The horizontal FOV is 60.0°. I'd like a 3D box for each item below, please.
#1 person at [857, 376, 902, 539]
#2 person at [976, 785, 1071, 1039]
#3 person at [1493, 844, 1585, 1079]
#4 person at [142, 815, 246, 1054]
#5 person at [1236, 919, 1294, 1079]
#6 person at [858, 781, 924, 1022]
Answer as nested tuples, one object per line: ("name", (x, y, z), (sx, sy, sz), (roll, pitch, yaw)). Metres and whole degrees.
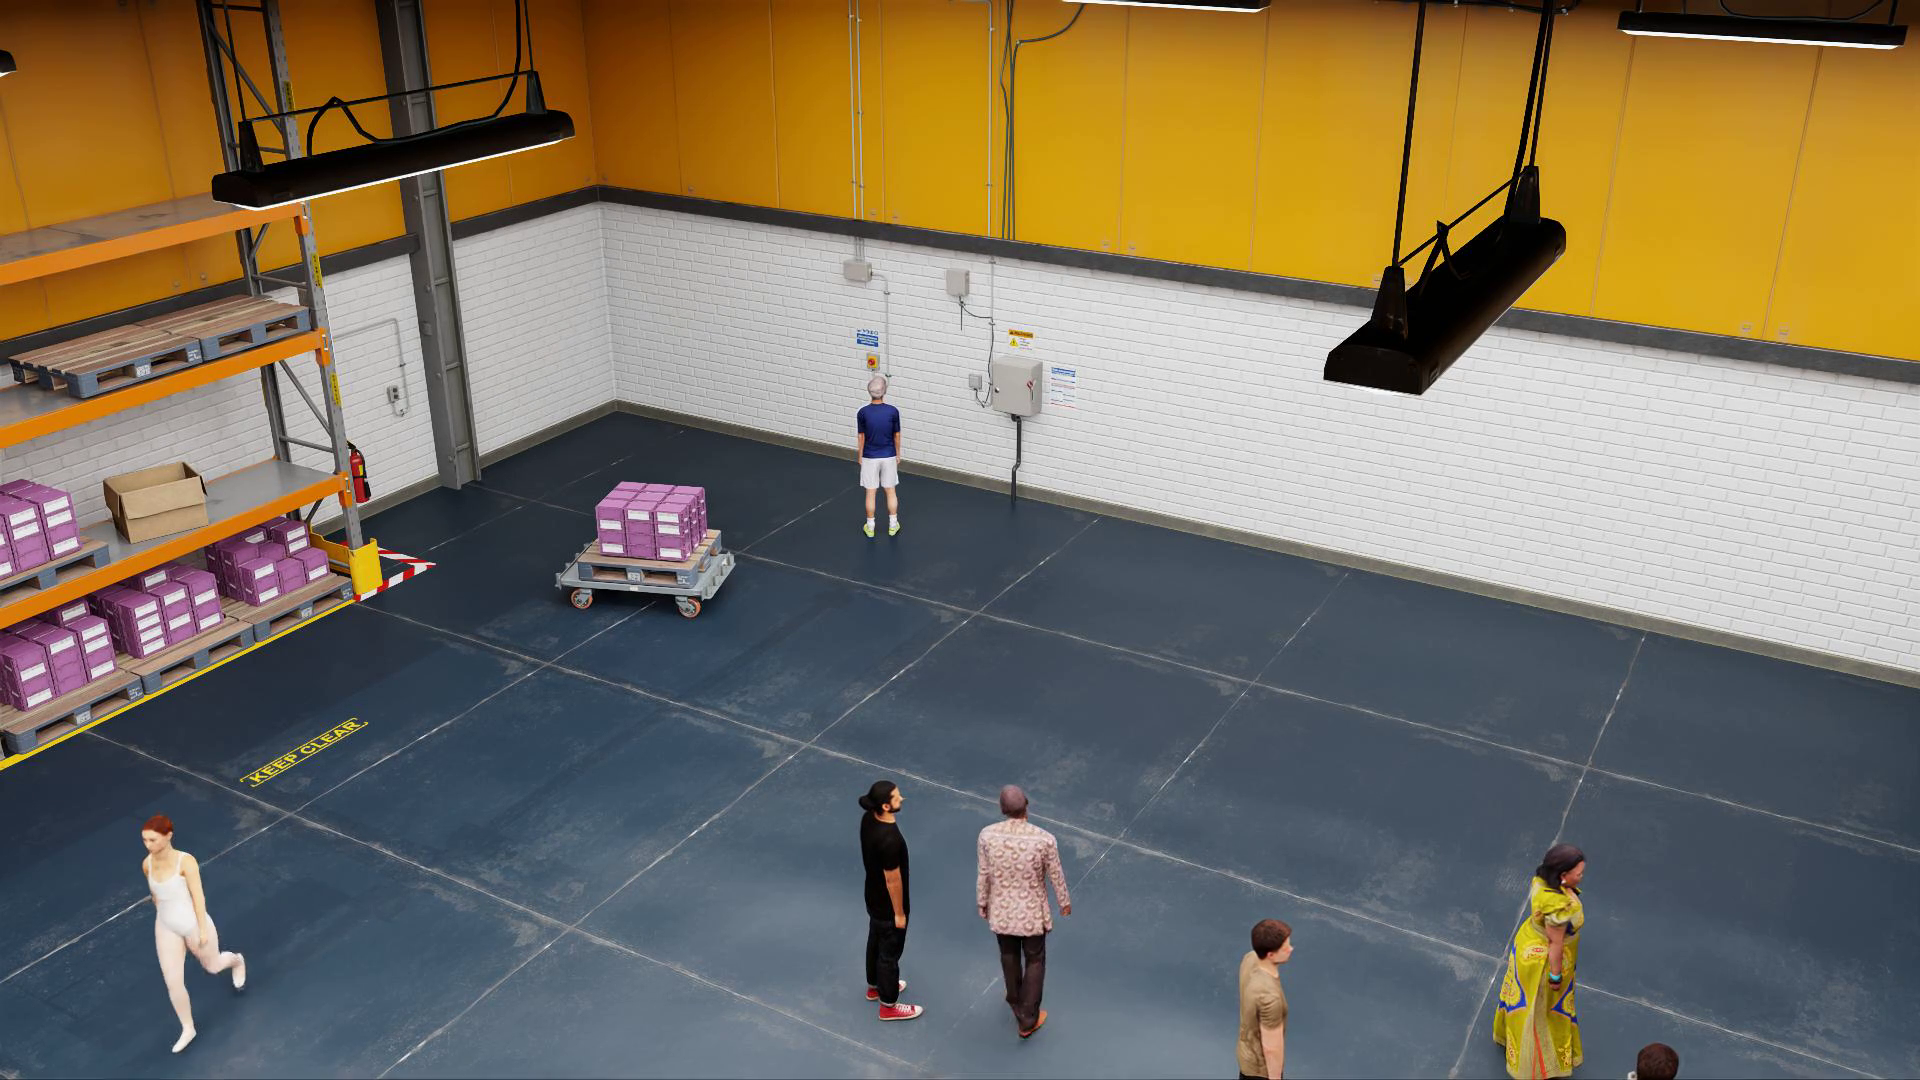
("person", (-0.891, -0.892, 18.374), (0.722, 1.768, 0.758), (-3, 24, -8))
("person", (0.365, 2.432, 10.753), (0.866, 1.782, 0.869), (7, 24, 15))
("person", (3.676, 2.628, 10.457), (1.029, 1.660, 0.883), (3, 24, 8))
("person", (-5.011, 2.480, 10.851), (0.841, 1.614, 1.059), (1, 24, 3))
("person", (1.709, 2.944, 9.495), (0.811, 1.852, 0.704), (-2, 24, -4))
("person", (-0.490, 2.354, 10.960), (0.766, 1.758, 0.727), (-9, 25, -20))
